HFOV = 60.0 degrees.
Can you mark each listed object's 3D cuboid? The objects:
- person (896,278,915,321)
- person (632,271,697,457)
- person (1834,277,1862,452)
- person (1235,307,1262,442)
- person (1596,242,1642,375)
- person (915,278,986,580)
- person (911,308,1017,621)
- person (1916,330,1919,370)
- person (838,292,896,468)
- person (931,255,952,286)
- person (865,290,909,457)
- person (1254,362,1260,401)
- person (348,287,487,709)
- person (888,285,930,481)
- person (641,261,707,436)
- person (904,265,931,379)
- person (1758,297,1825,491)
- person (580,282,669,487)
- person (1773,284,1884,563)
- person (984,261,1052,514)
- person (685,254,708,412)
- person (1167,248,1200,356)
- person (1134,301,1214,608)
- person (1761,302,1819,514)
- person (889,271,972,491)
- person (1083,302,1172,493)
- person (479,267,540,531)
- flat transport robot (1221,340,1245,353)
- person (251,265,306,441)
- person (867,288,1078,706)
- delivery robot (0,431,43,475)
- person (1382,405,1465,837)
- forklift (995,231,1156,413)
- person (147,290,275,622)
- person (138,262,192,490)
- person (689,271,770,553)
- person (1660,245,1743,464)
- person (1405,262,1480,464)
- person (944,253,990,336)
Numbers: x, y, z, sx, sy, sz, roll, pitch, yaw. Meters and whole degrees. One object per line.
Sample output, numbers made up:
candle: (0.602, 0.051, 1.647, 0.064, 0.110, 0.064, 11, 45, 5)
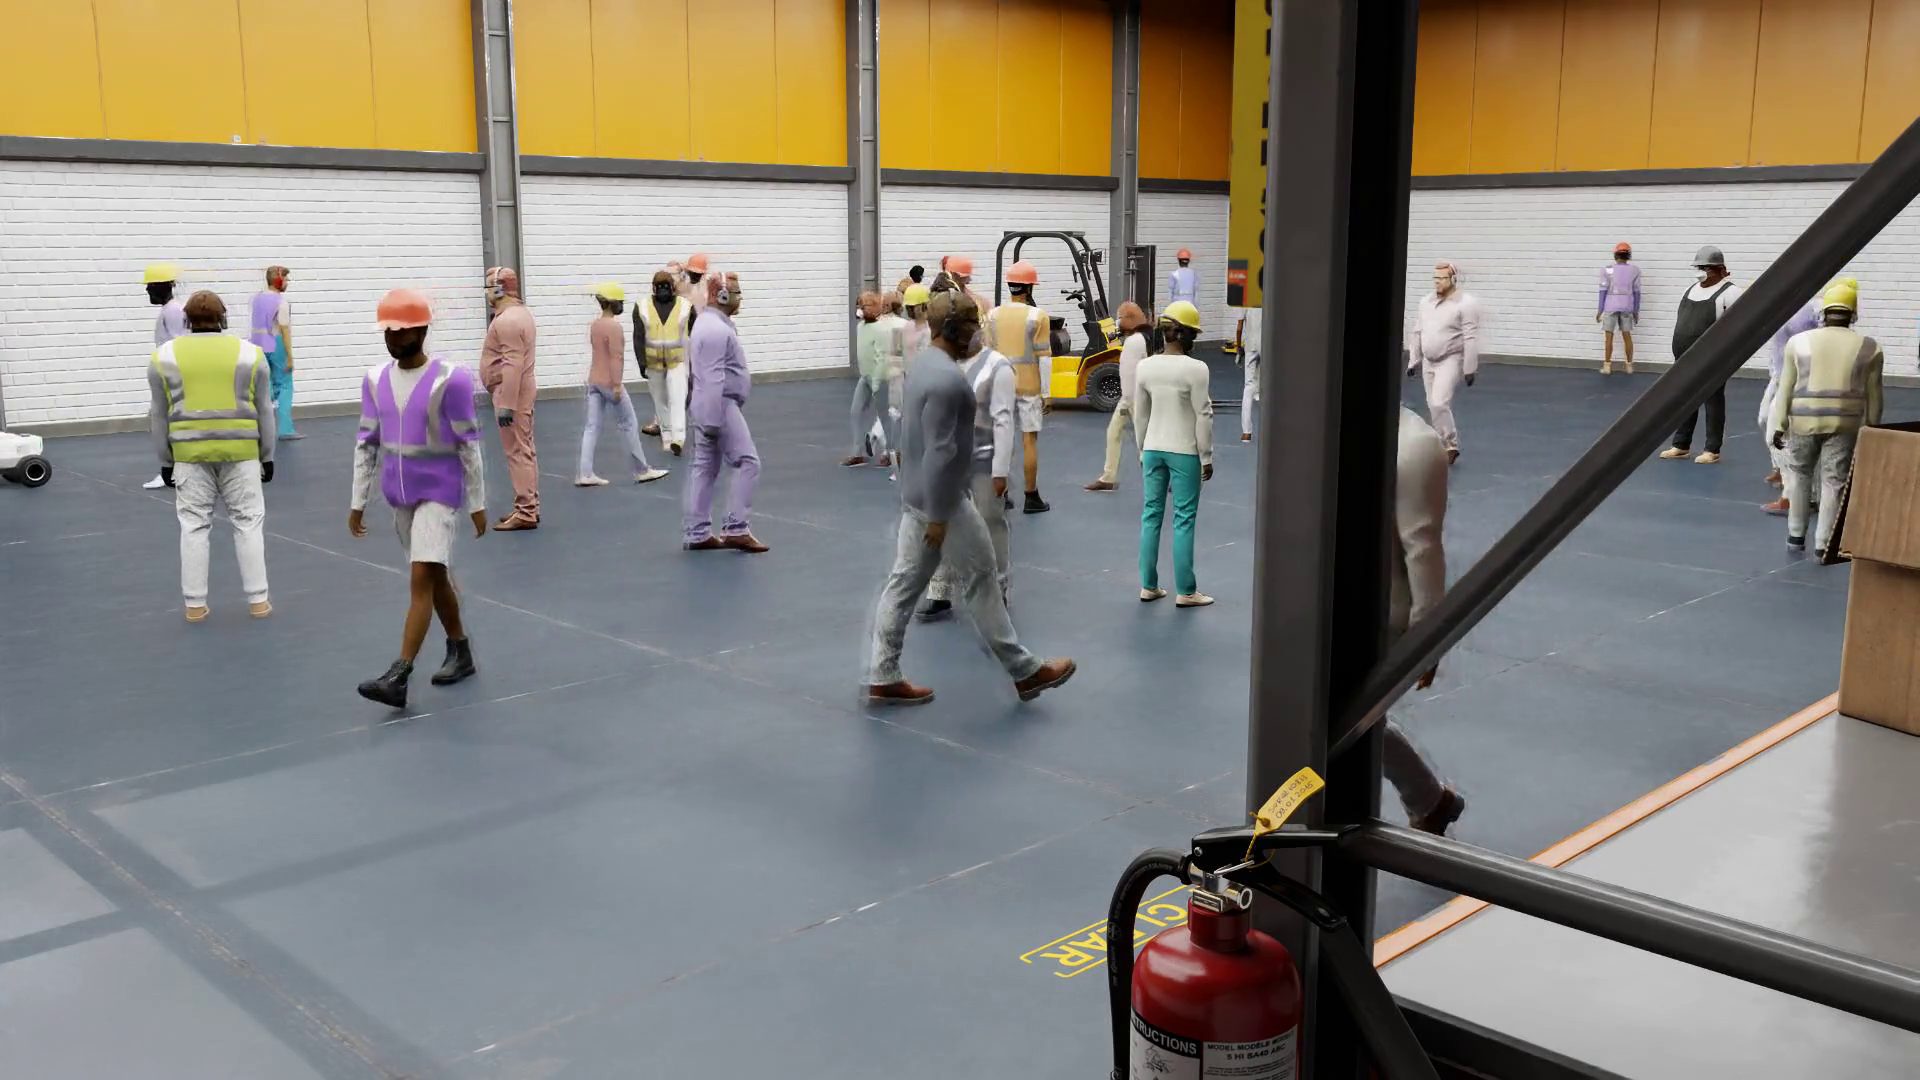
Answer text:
person: (-0.627, -2.303, 19.814, 0.499, 1.633, 0.283, 3, 11, 18)
person: (-2.849, -1.704, 16.125, 0.625, 1.779, 1.016, -1, 10, -4)
person: (8.706, -1.728, 16.427, 0.683, 1.715, 0.508, 6, 12, 29)
person: (3.101, -1.933, 17.175, 0.507, 1.865, 0.329, 3, 11, 18)
person: (10.138, -3.544, 25.566, 0.659, 2.020, 0.447, 1, 10, 7)
person: (-0.084, -0.686, 10.350, 0.532, 1.871, 0.321, 4, 11, 23)
person: (-0.001, -0.431, 9.144, 0.631, 1.795, 0.756, 9, 14, 41)
person: (10.373, -1.907, 17.531, 0.540, 1.685, 0.536, 8, 13, 37)
person: (-0.852, -1.449, 15.172, 0.659, 1.609, 0.544, -6, 12, -31)
person: (-0.219, -2.936, 22.639, 0.723, 1.867, 0.585, -10, 14, -43)
person: (-0.717, -1.567, 15.826, 0.546, 1.617, 0.638, 8, 13, 36)
person: (3.966, -2.525, 21.121, 0.517, 1.599, 0.881, -2, 11, -9)
person: (-2.531, -0.191, 7.588, 0.574, 1.888, 0.962, 4, 11, 18)
person: (-0.241, -1.394, 14.637, 0.859, 1.715, 0.547, -10, 14, -42)
person: (-2.984, -2.049, 17.821, 0.652, 1.858, 0.997, 7, 12, 32)
person: (-0.649, -3.213, 24.625, 0.535, 1.691, 0.319, 4, 11, 19)
person: (6.974, -1.367, 13.889, 0.427, 1.927, 0.637, -4, 11, -21)
person: (-2.913, -1.328, 14.217, 0.846, 1.726, 0.546, -8, 13, -39)
person: (5.738, -0.775, 11.004, 0.631, 1.804, 0.722, 5, 12, 26)
person: (0.460, -1.171, 12.811, 0.553, 1.935, 0.362, 5, 12, 25)
person: (-3.028, -2.289, 18.962, 0.663, 1.922, 1.044, 7, 13, 34)
person: (3.762, -3.934, 27.934, 0.555, 1.919, 0.645, -2, 11, -12)
person: (1.243, -0.492, 9.601, 0.523, 1.760, 0.327, 10, 14, 42)
person: (6.408, -1.144, 12.760, 0.520, 1.900, 0.650, 5, 12, 26)
person: (-0.201, -1.307, 13.818, 0.660, 1.845, 0.539, -2, 11, -13)
person: (1.488, -1.175, 13.755, 0.834, 1.592, 0.501, 0, 10, -1)
person: (-3.277, -1.021, 12.087, 0.401, 1.904, 0.649, -1, 10, -6)
flat transport robot: (5.492, -3.519, 30.162, 1.431, 0.197, 0.652, 0, 10, 2)
person: (-7.120, -1.920, 17.204, 0.585, 1.821, 0.510, 7, 13, 34)
person: (0.025, -0.176, 7.504, 0.992, 1.889, 0.660, -2, 11, -11)
delivery robot: (-8.167, -0.751, 14.041, 0.477, 0.478, 0.707, 10, 14, 42)
person: (1.320, 0.230, 5.290, 0.924, 1.910, 0.639, -6, 12, -29)
forklift: (1.222, -2.721, 20.561, 2.313, 2.155, 1.214, 2, 11, 13)
person: (-4.140, -0.464, 9.256, 0.624, 1.835, 0.431, -4, 11, -20)
person: (-6.703, -1.372, 14.006, 0.677, 1.902, 0.605, -4, 11, -22)
person: (-1.550, -0.854, 11.219, 0.663, 1.884, 0.649, -4, 11, -19)
person: (6.967, -1.744, 15.652, 0.538, 2.000, 0.684, -5, 12, -26)
person: (4.451, -1.618, 15.404, 0.496, 1.888, 0.646, -6, 12, -28)
person: (-0.044, -1.570, 14.890, 0.642, 1.964, 0.691, 5, 12, 27)
